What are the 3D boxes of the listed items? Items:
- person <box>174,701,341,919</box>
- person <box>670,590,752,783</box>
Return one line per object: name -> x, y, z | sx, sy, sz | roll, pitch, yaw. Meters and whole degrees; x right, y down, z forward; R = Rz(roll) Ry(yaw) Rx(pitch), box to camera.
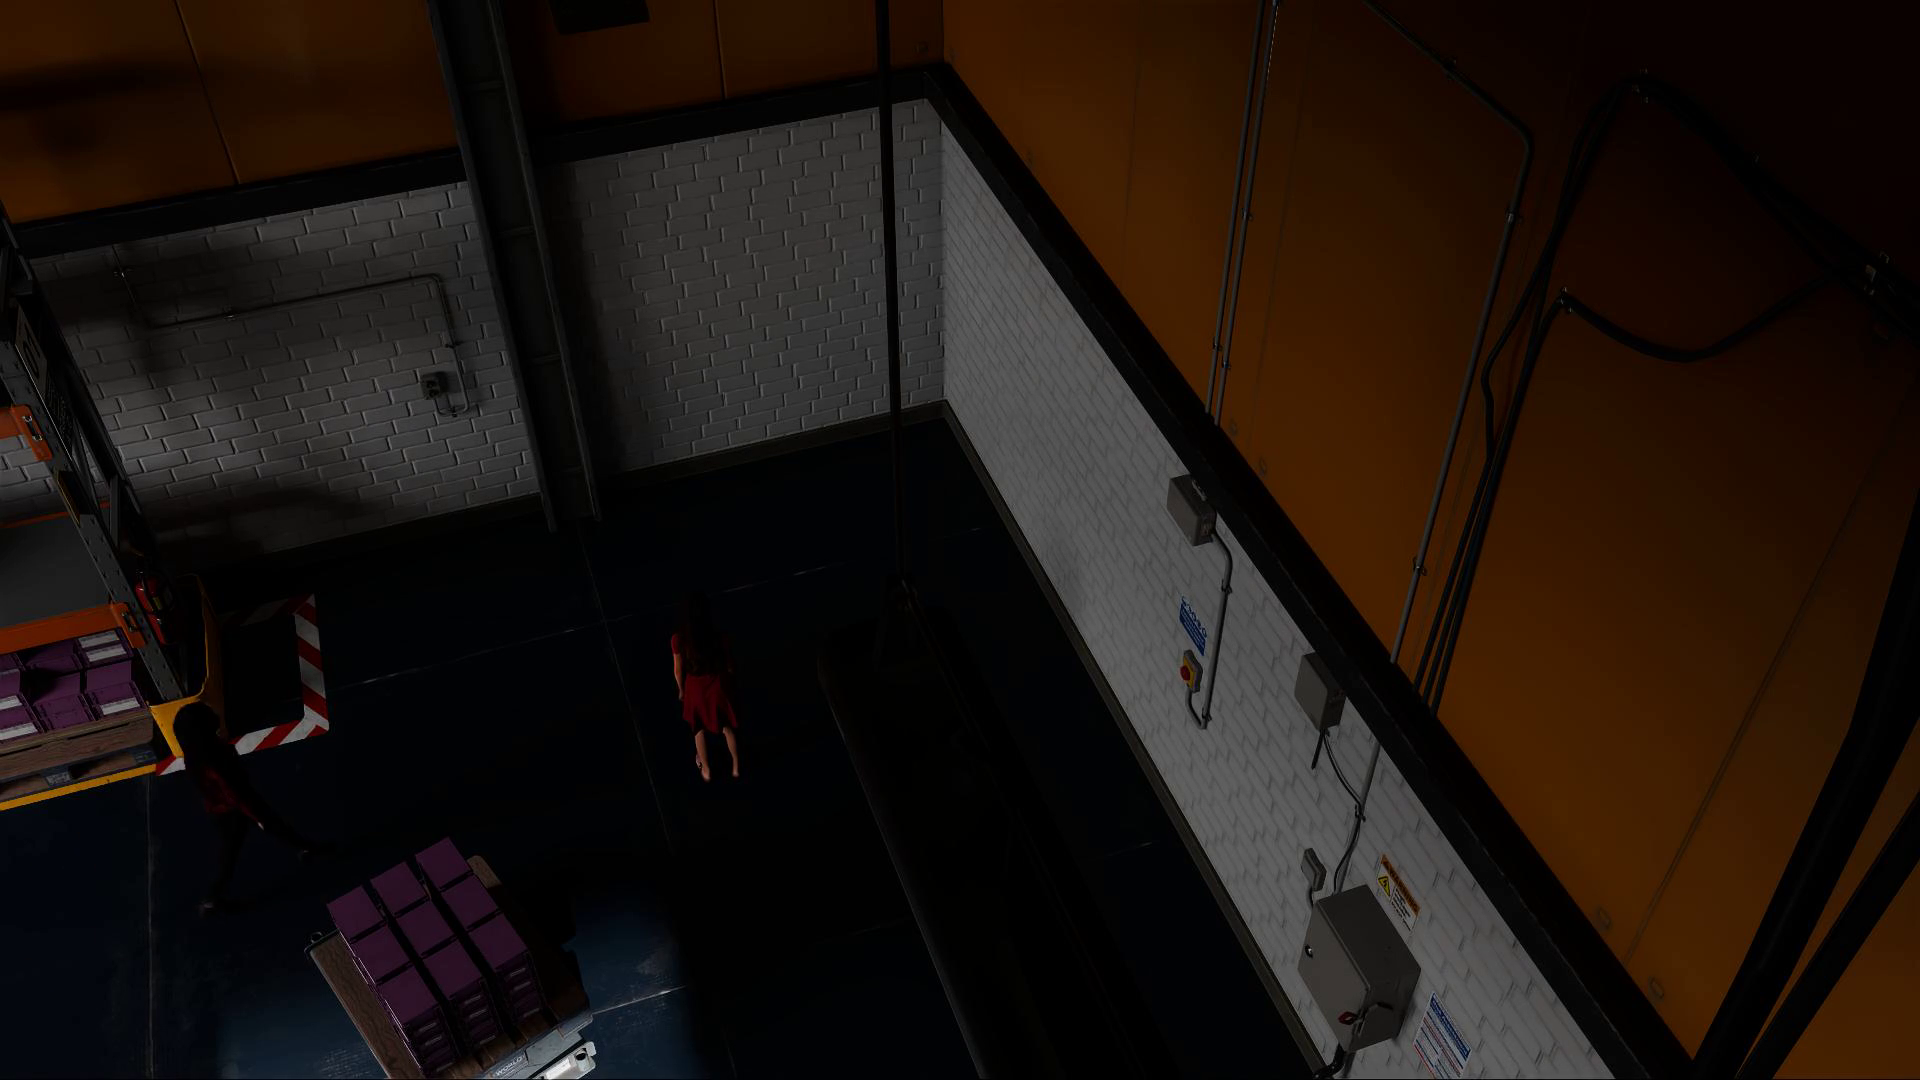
person -> -4.179, 1.562, 9.340 | 1.139, 1.611, 0.792 | -26, 50, -25
person -> -1.527, 0.897, 10.081 | 0.599, 1.553, 0.660 | -5, 44, -5
